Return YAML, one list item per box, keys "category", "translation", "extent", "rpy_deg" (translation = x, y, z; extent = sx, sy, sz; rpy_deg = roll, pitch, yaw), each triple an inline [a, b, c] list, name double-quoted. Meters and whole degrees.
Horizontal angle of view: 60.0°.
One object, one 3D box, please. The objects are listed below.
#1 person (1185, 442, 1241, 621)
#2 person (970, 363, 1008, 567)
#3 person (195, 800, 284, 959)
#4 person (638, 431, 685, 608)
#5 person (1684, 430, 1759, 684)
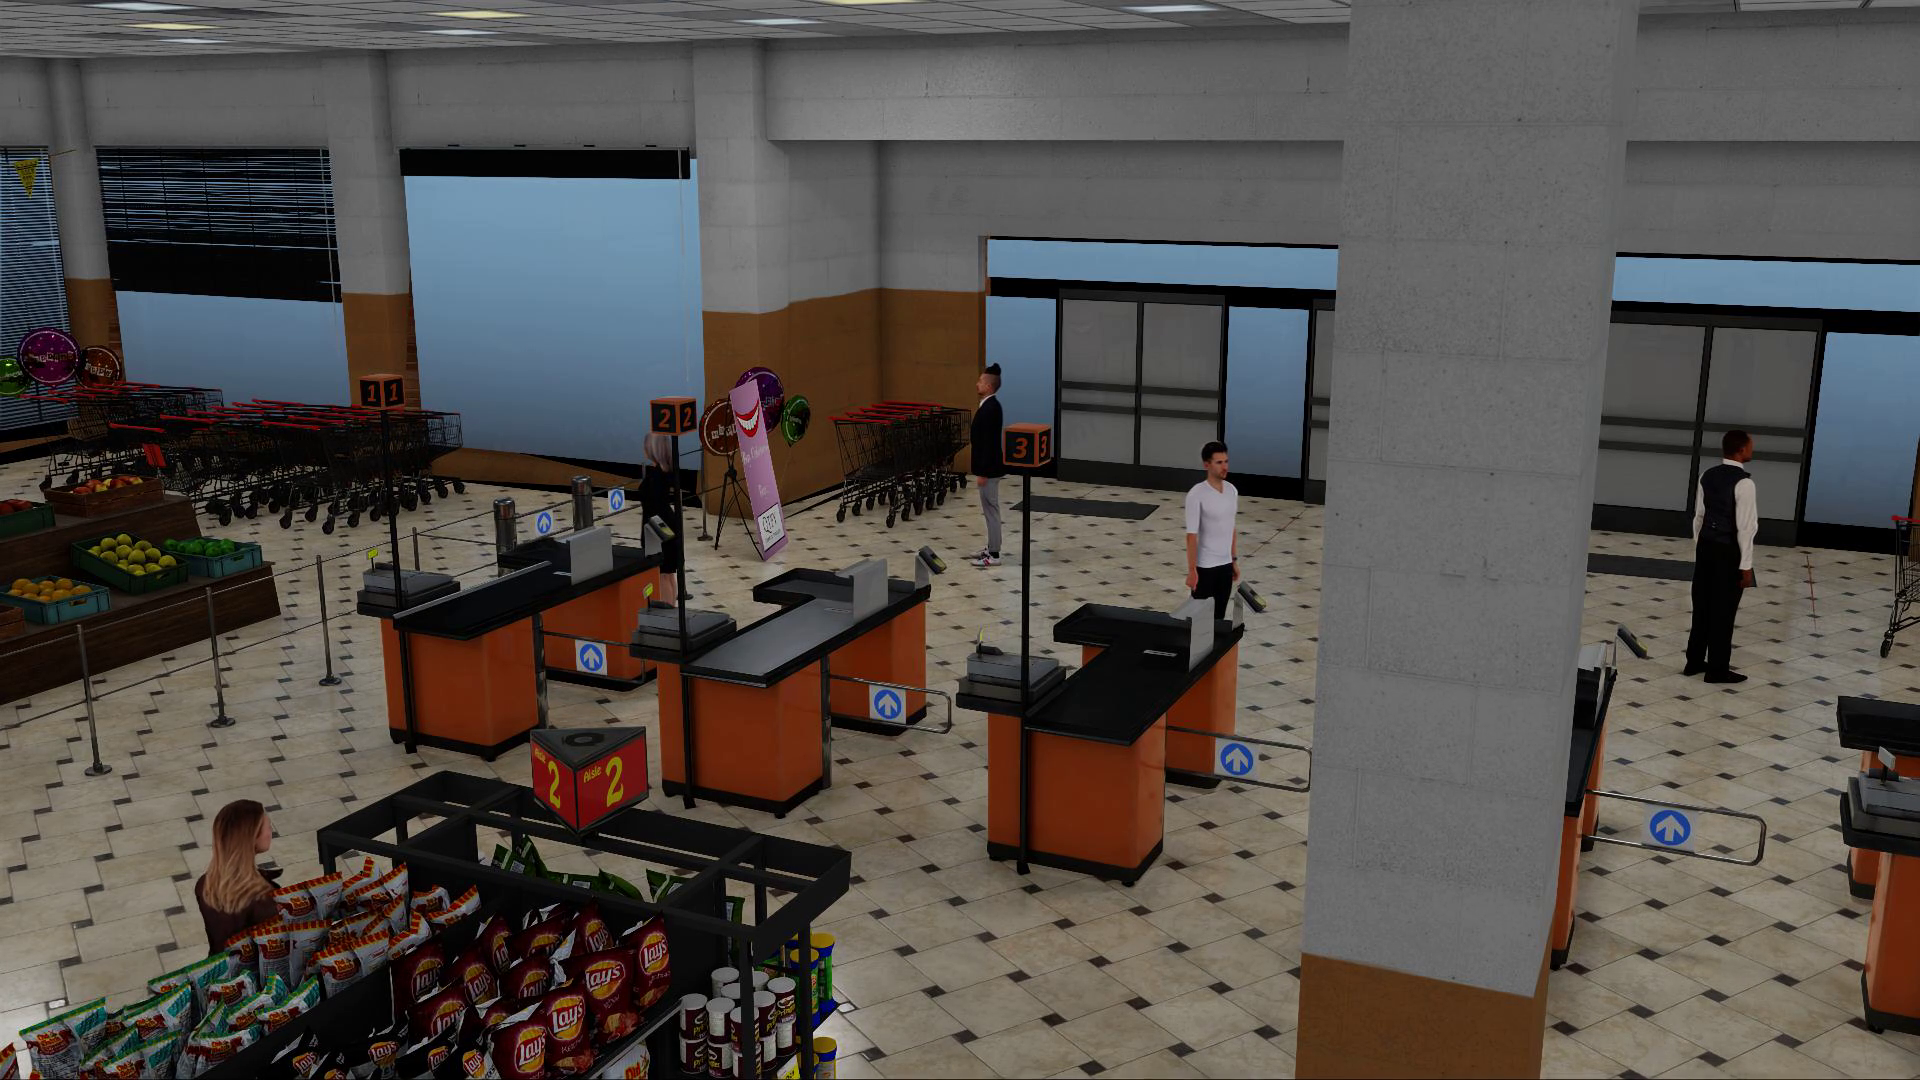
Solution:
- category: "person"
  translation: [1.880, 0.174, 12.458]
  extent: [0.662, 1.851, 0.813]
  rpy_deg: [-10, 17, -37]
- category: "person"
  translation: [0.284, -0.732, 15.980]
  extent: [0.845, 1.950, 0.690]
  rpy_deg: [0, 14, 2]
- category: "person"
  translation: [-2.642, 1.793, 6.127]
  extent: [0.702, 1.688, 0.979]
  rpy_deg: [9, 16, 31]
- category: "person"
  translation: [-2.446, -0.037, 13.546]
  extent: [0.749, 1.746, 0.632]
  rpy_deg: [0, 14, 2]
- category: "person"
  translation: [5.753, 0.114, 12.562]
  extent: [0.830, 1.918, 0.765]
  rpy_deg: [-5, 14, -19]
